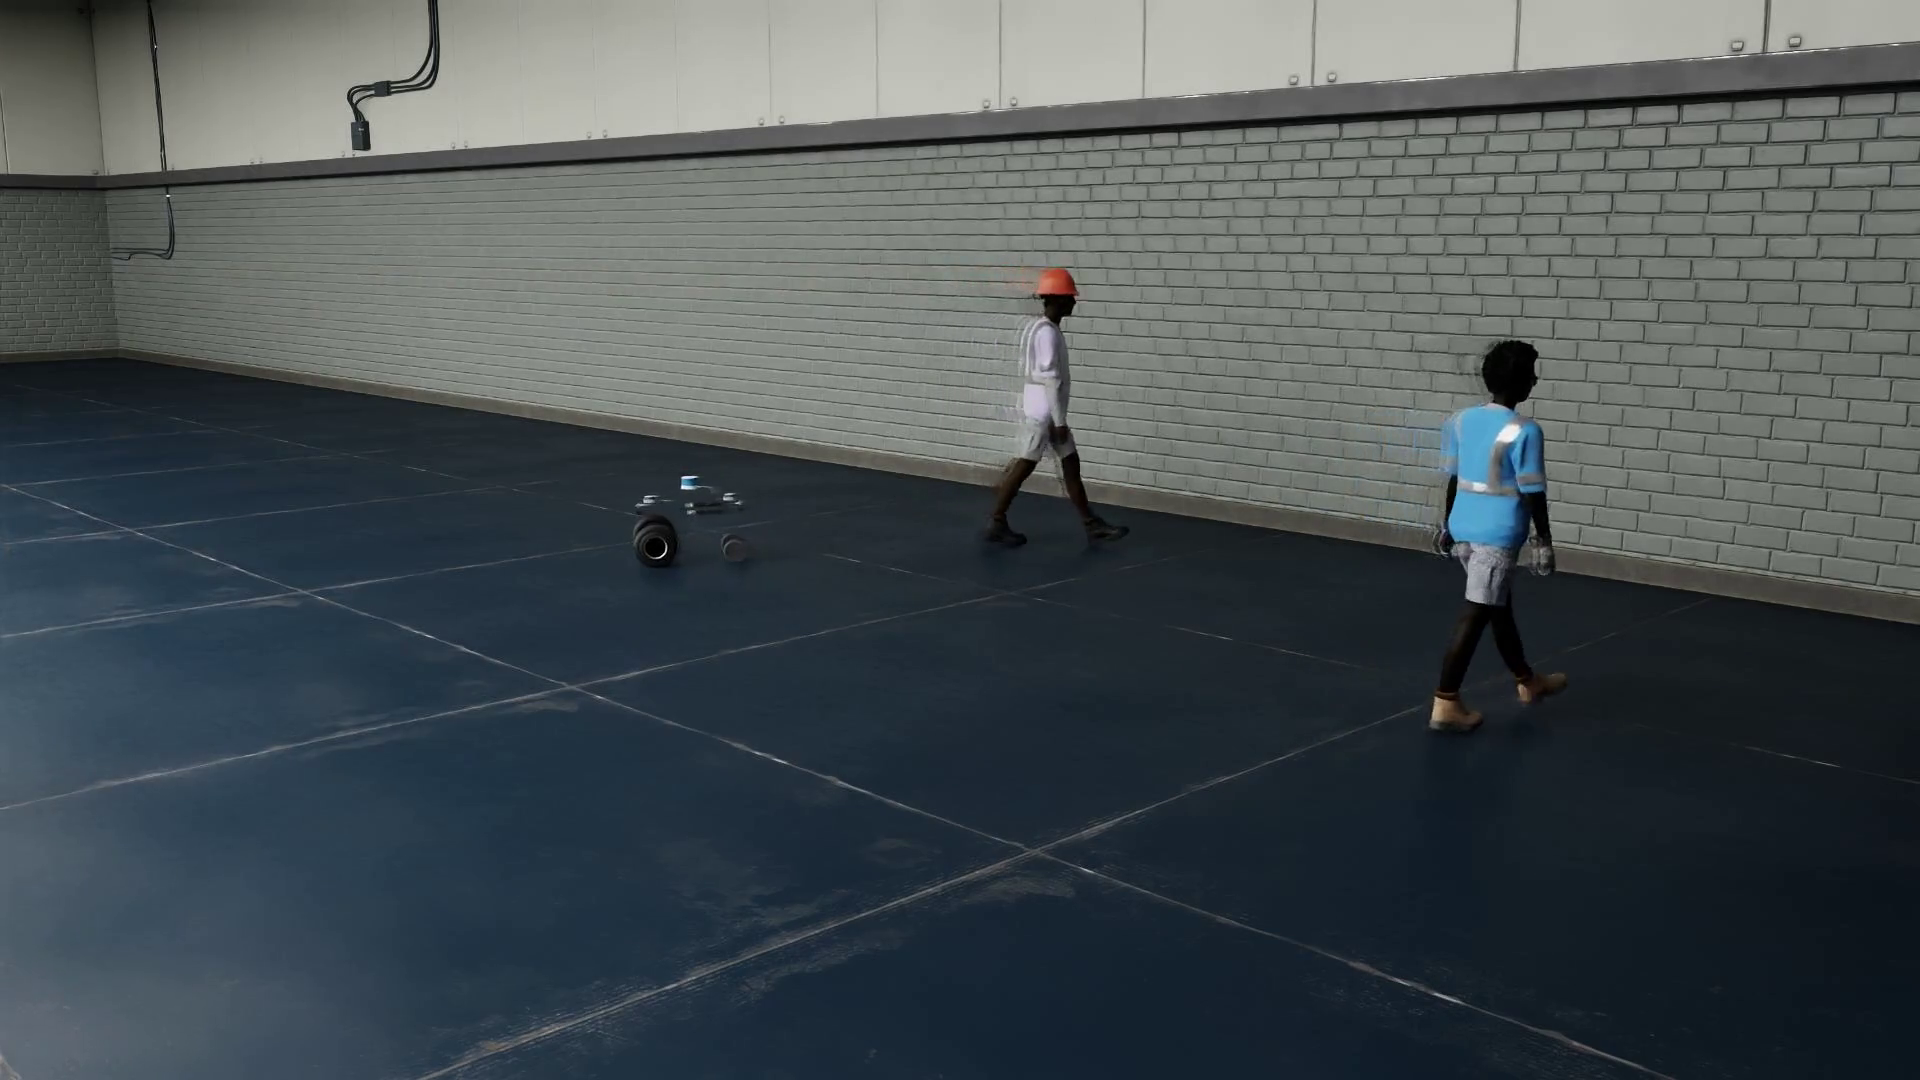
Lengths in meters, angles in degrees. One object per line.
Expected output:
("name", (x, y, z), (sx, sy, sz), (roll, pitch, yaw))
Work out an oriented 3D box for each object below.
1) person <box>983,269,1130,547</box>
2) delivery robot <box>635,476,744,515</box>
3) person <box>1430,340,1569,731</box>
("person", (0.621, -0.880, 11.248), (1.016, 1.886, 0.567), (1, 10, 6))
("delivery robot", (-1.771, -0.302, 10.879), (0.698, 0.223, 0.335), (-2, 11, -11))
("person", (2.387, -0.019, 7.137), (0.837, 1.658, 0.552), (-3, 11, -16))
